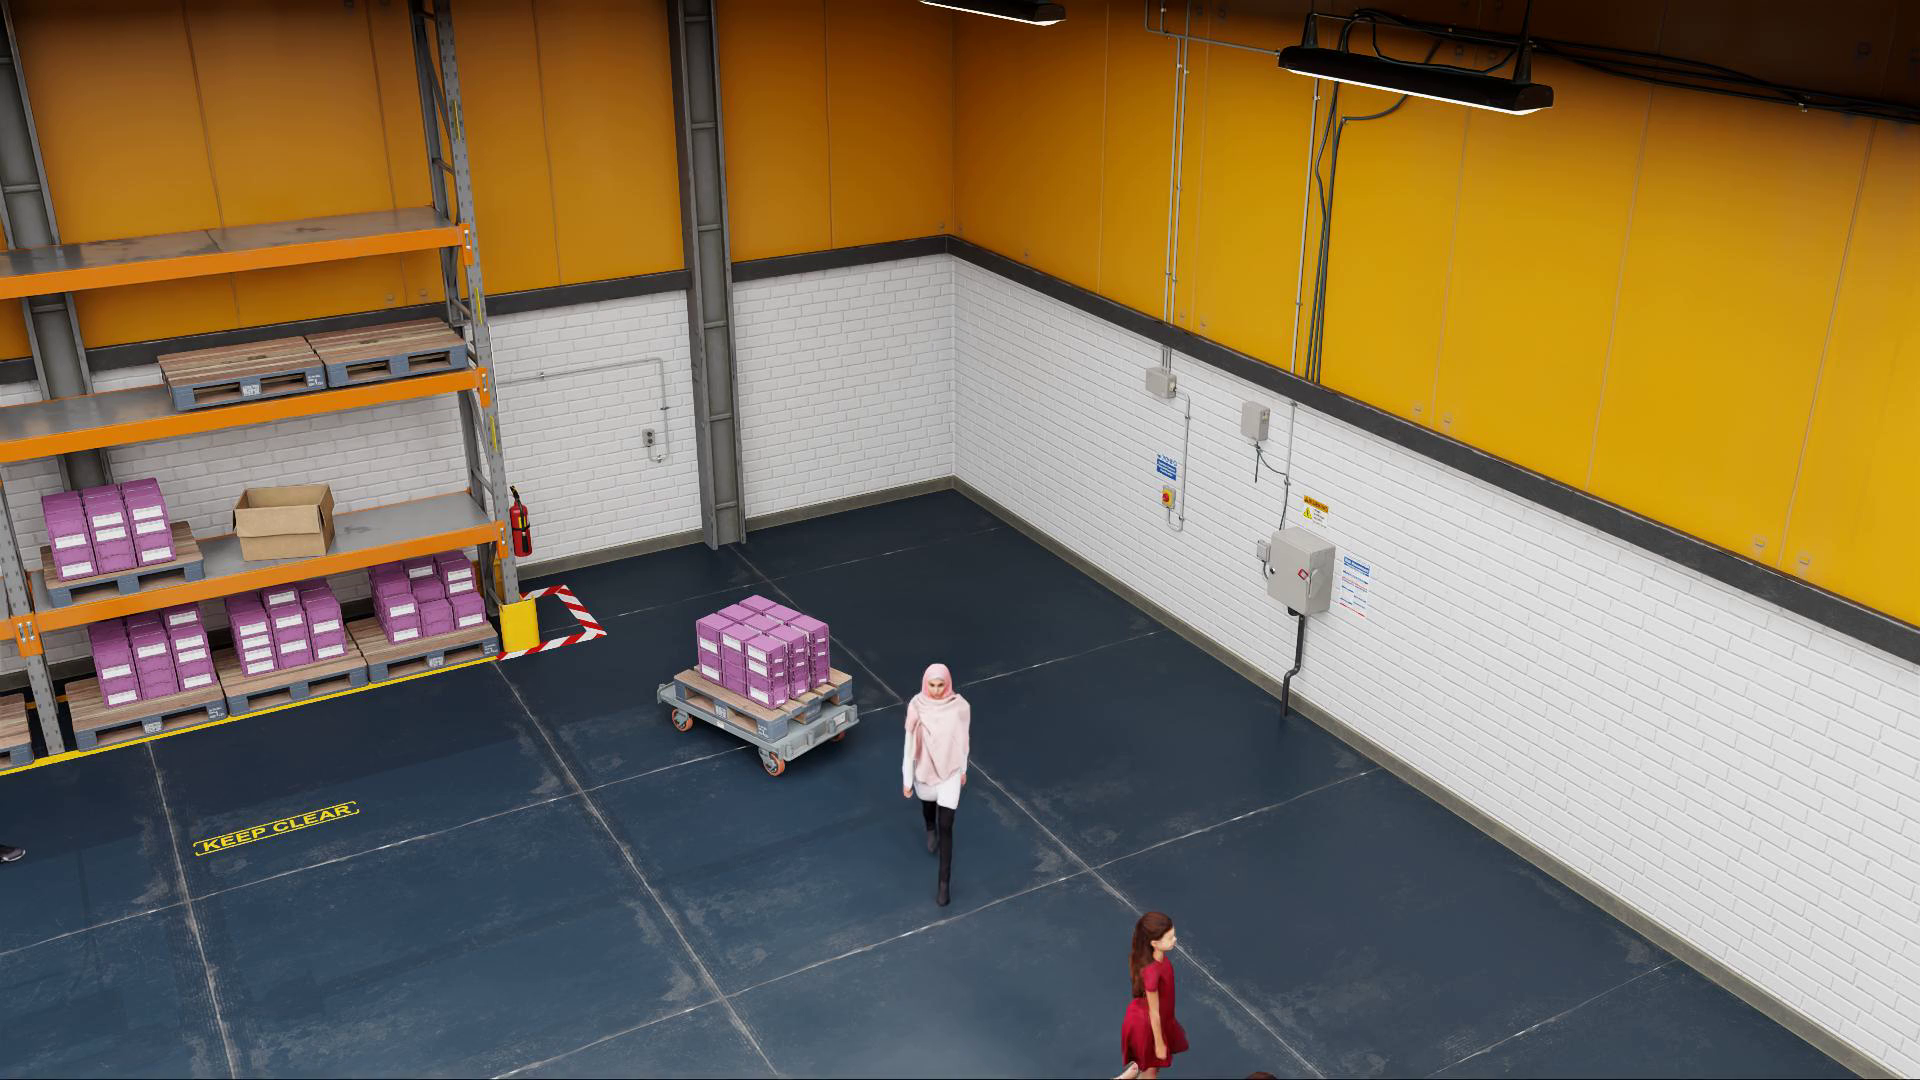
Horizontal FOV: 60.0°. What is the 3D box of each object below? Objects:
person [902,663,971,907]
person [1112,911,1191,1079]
[{"bbox_3d":[-0.184,1.699,12.309,1.232,1.757,1.091,-1,24,-2],"label":"person"},{"bbox_3d":[1.064,2.866,9.909,0.832,1.542,0.761,4,24,9],"label":"person"}]
